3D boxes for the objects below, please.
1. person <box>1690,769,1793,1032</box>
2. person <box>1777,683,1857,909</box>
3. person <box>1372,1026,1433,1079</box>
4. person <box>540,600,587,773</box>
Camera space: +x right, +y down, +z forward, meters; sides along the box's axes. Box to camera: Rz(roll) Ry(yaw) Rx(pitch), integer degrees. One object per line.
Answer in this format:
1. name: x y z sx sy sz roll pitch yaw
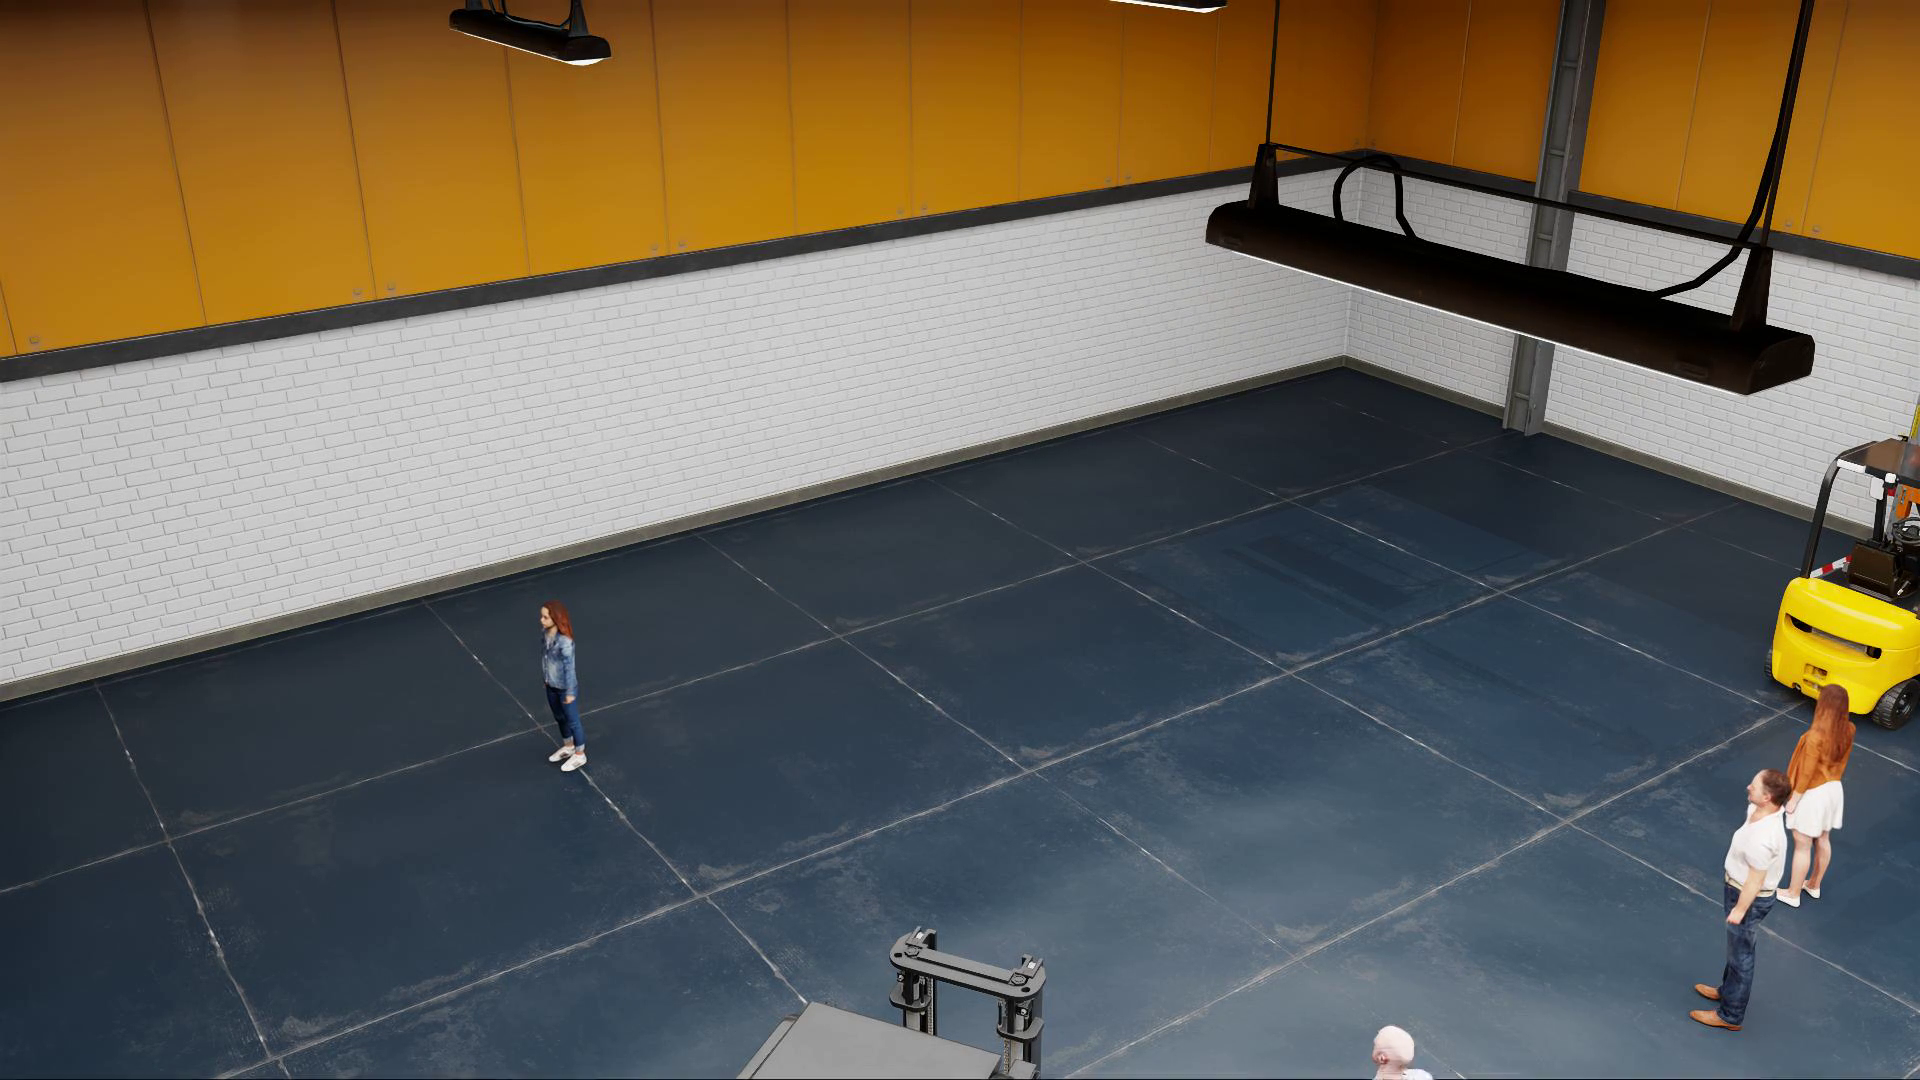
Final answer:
1. person: 5.011 2.260 10.530 0.741 1.856 0.749 12 26 25
2. person: 6.063 1.802 11.746 0.645 1.722 0.621 -10 26 -22
3. person: 2.149 3.248 8.316 0.688 1.819 0.737 -13 27 -27
4. person: -3.229 1.165 13.509 0.505 1.475 0.654 19 30 37
